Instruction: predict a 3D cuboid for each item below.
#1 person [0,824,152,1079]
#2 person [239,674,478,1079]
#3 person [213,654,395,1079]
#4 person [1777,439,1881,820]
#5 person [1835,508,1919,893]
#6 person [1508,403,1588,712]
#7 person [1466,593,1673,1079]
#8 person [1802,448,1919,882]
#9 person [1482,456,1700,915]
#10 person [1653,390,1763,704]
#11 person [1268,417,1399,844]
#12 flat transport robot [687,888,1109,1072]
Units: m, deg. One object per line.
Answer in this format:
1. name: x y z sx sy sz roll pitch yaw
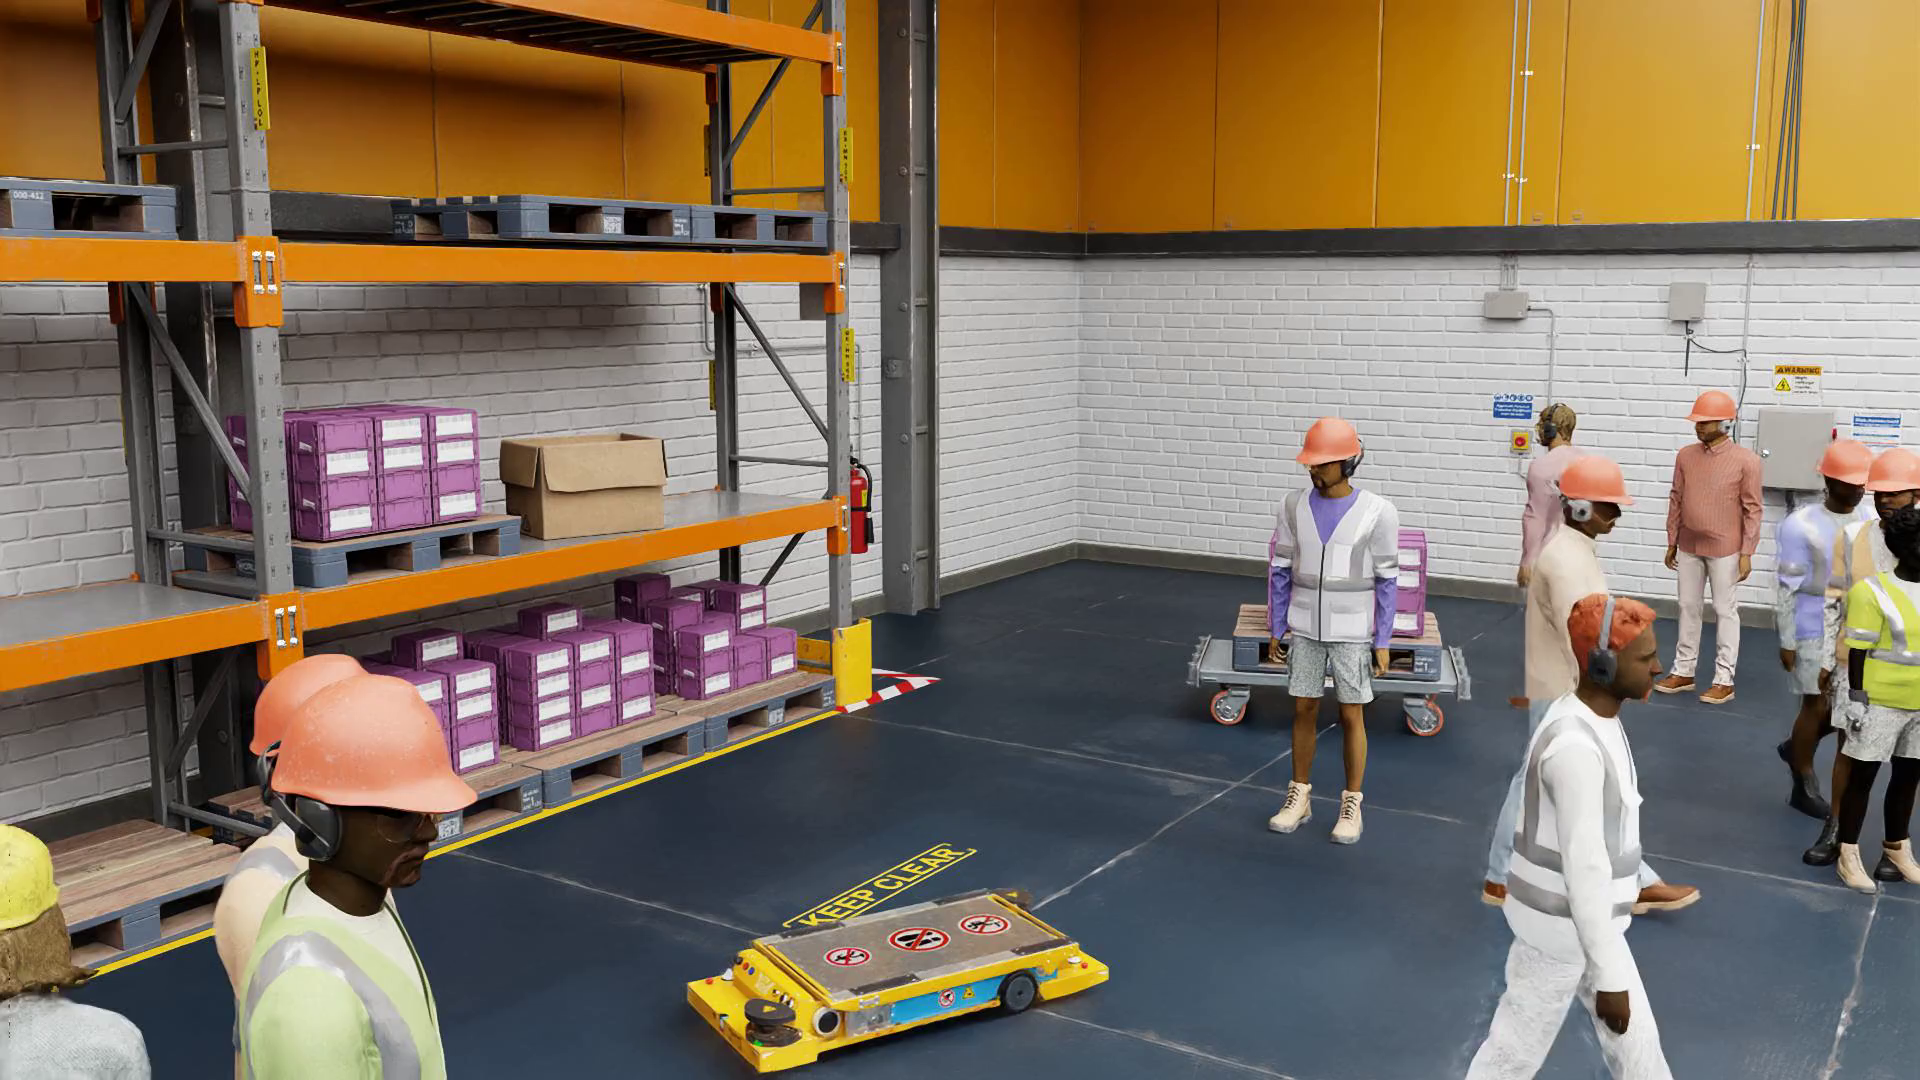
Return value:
1. person: -1.654 1.351 2.946 0.488 1.730 0.501 -1 9 -6
2. person: -0.966 1.223 2.768 0.383 2.039 0.614 -3 9 -17
3. person: -1.253 1.182 3.365 0.370 1.939 0.543 0 9 -3
4. person: 4.324 0.439 8.274 0.600 1.911 0.554 -2 9 -10
5. person: 4.117 0.700 7.286 0.552 1.696 0.315 -2 9 -12
6. person: 3.690 0.116 10.343 0.630 1.933 0.369 -8 12 -41
7. person: 1.757 1.063 4.484 0.979 1.827 0.605 5 10 29
8. person: 4.131 0.554 7.448 0.370 1.939 0.543 -8 12 -41
9. person: 2.627 0.632 6.883 0.866 1.953 0.635 4 10 27
10. person: 4.771 0.041 10.605 0.394 1.990 0.618 -5 10 -30
11. person: 1.754 0.431 7.925 0.614 2.036 0.390 6 10 32
12. flat transport robot: -0.218 1.585 6.144 1.431 0.197 0.652 -5 10 -30
